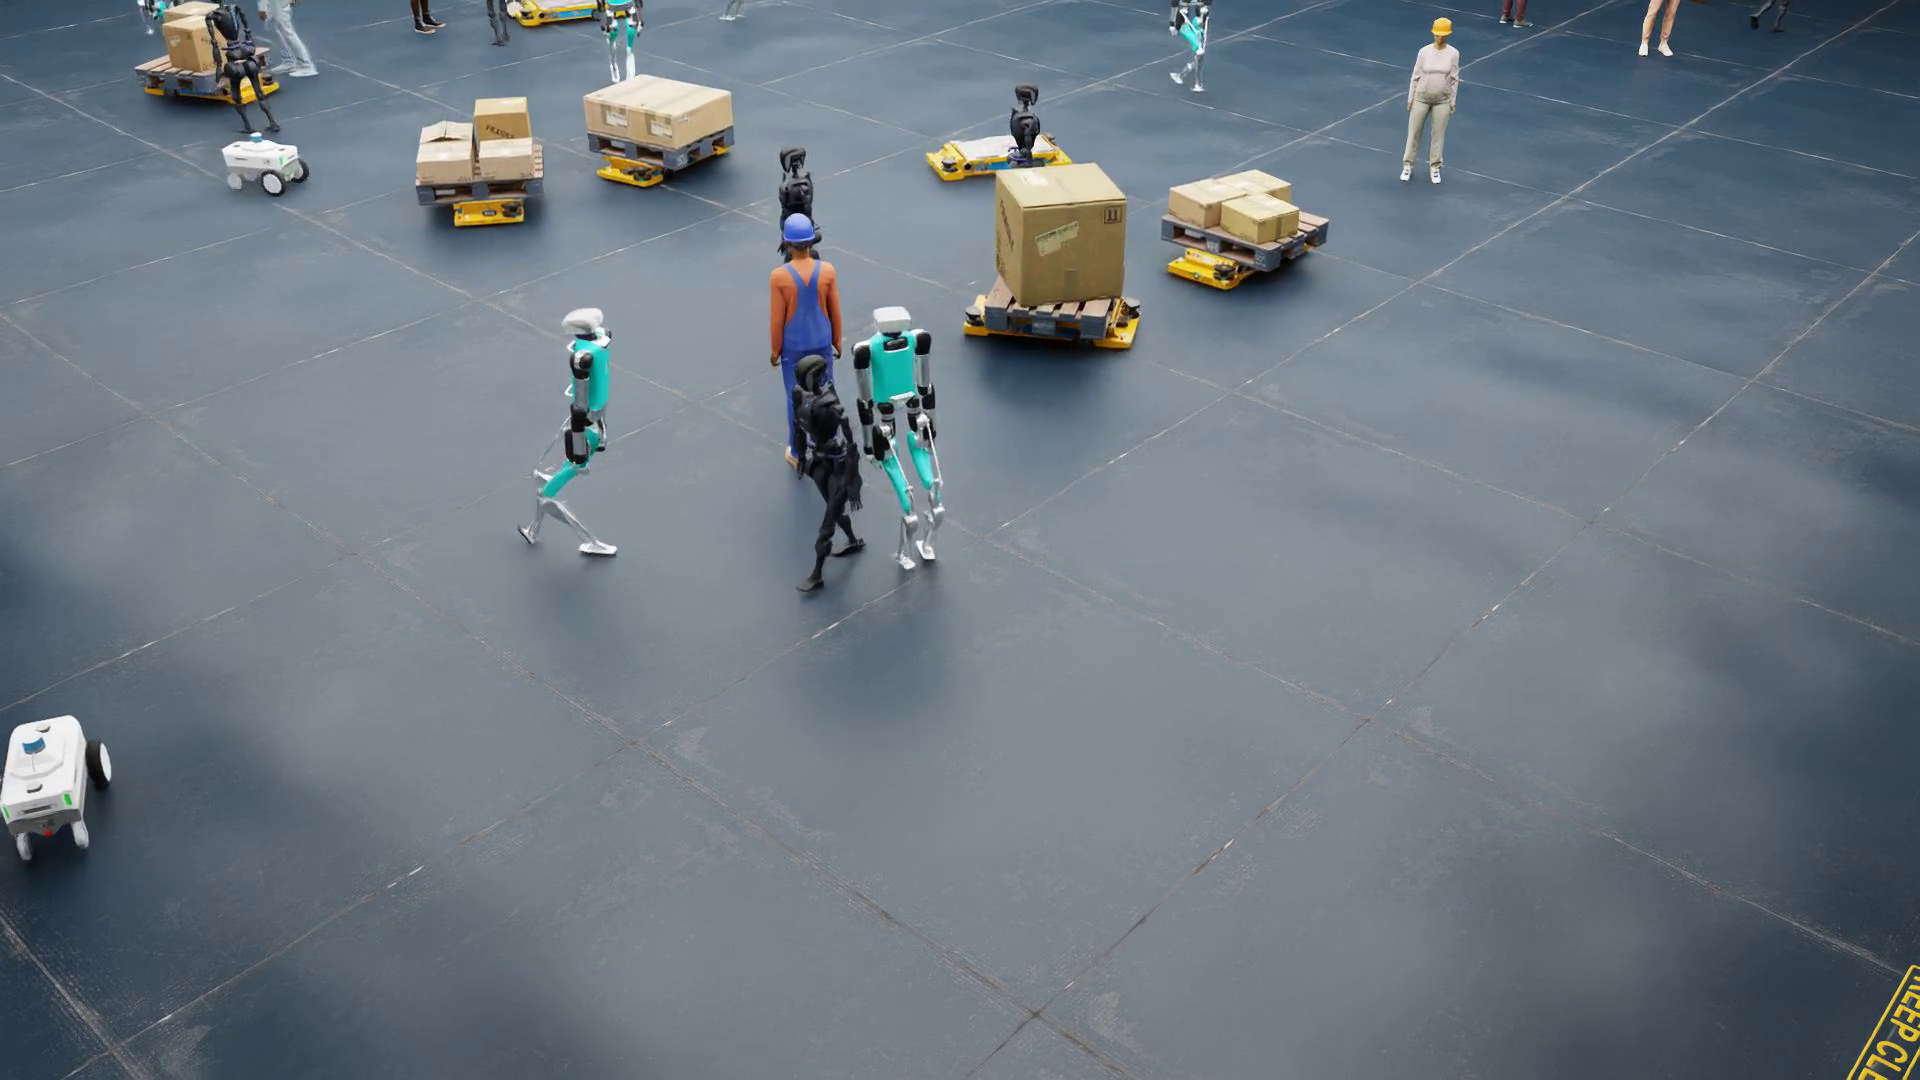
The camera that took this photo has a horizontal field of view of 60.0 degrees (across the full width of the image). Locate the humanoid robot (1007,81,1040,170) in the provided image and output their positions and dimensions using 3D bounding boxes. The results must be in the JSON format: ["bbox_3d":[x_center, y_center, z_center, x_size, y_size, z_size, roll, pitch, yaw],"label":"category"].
[{"bbox_3d":[0.613,-3.413,15.323,0.379,1.656,0.590,-2,32,-4],"label":"humanoid robot"}]

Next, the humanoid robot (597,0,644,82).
[{"bbox_3d":[-4.080,-6.219,19.787,0.555,1.769,0.968,-11,33,-17],"label":"humanoid robot"}]

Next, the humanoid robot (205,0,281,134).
[{"bbox_3d":[-7.974,-5.311,18.386,0.391,1.646,0.603,15,35,23],"label":"humanoid robot"}]

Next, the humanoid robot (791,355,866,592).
[{"bbox_3d":[-0.845,-0.469,10.609,0.609,1.609,0.757,27,41,36],"label":"humanoid robot"}]

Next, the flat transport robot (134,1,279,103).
[{"bbox_3d":[-8.998,-5.478,19.976,1.431,0.231,0.659,10,33,15],"label":"flat transport robot"}]

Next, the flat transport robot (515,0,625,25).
[{"bbox_3d":[-5.395,-7.338,22.970,1.431,0.231,0.659,-13,34,-20],"label":"flat transport robot"}]

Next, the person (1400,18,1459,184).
[{"bbox_3d":[4.839,-4.507,17.063,0.470,1.691,0.334,7,33,11],"label":"person"}]

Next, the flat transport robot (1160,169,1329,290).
[{"bbox_3d":[2.616,-2.696,15.496,0.659,0.231,1.431,26,40,35],"label":"flat transport robot"}]

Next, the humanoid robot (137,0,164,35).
[{"bbox_3d":[-10.769,-7.434,21.786,0.531,1.853,0.687,-19,36,-28],"label":"humanoid robot"}]

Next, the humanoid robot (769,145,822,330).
[{"bbox_3d":[-1.359,-2.452,13.773,0.464,1.654,0.609,-15,35,-23],"label":"humanoid robot"}]

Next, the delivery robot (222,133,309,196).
[{"bbox_3d":[-7.179,-3.893,17.139,0.768,0.581,0.499,7,33,11],"label":"delivery robot"}]

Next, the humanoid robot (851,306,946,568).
[{"bbox_3d":[-0.318,-0.565,10.668,0.546,1.775,0.747,-15,35,-22],"label":"humanoid robot"}]

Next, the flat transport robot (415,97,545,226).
[{"bbox_3d":[-4.797,-3.509,16.805,0.659,0.231,1.431,-6,32,-10],"label":"flat transport robot"}]

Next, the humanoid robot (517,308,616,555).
[{"bbox_3d":[-2.658,-0.648,10.860,0.887,1.833,0.558,3,32,5],"label":"humanoid robot"}]

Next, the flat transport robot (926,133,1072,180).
[{"bbox_3d":[0.414,-4.091,17.742,1.431,0.231,0.659,-9,33,-15],"label":"flat transport robot"}]

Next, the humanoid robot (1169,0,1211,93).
[{"bbox_3d":[2.806,-6.068,19.570,0.556,1.759,1.046,-12,34,-18],"label":"humanoid robot"}]

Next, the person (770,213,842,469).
[{"bbox_3d":[-1.100,-1.408,11.867,0.532,1.906,0.374,-11,33,-16],"label":"person"}]

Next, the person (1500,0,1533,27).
[{"bbox_3d":[7.600,-7.822,22.292,0.379,1.807,0.546,-16,35,-24],"label":"person"}]

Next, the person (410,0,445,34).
[{"bbox_3d":[-7.189,-7.753,22.031,0.371,1.965,0.606,6,32,10],"label":"person"}]

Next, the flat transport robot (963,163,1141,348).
[{"bbox_3d":[0.799,-1.917,14.241,1.431,0.231,0.659,7,32,11],"label":"flat transport robot"}]

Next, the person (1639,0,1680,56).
[{"bbox_3d":[8.987,-7.081,21.035,0.512,1.874,0.350,0,32,1],"label":"person"}]

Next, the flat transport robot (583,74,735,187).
[{"bbox_3d":[-3.153,-4.101,17.758,0.659,0.231,1.431,18,36,26],"label":"flat transport robot"}]

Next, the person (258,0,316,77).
[{"bbox_3d":[-8.317,-6.547,20.175,0.648,1.876,0.603,-7,33,-12],"label":"person"}]

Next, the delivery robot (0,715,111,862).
[{"bbox_3d":[-4.850,1.275,8.847,0.499,0.613,0.807,-11,34,-18],"label":"delivery robot"}]

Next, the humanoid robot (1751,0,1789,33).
[{"bbox_3d":[10.887,-7.545,21.969,0.423,1.639,0.609,-14,35,-22],"label":"humanoid robot"}]

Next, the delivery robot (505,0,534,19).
[{"bbox_3d":[-5.989,-7.560,23.049,0.787,0.587,0.499,-11,33,-17],"label":"delivery robot"}]

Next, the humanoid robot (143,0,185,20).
[{"bbox_3d":[-9.625,-6.504,20.366,0.537,1.891,0.800,2,32,4],"label":"humanoid robot"}]

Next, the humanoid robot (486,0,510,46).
[{"bbox_3d":[-6.066,-7.278,21.543,0.599,1.645,0.410,-24,39,-33],"label":"humanoid robot"}]

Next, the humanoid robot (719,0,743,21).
[{"bbox_3d":[-3.109,-7.895,22.469,0.675,1.788,0.543,19,37,28],"label":"humanoid robot"}]
